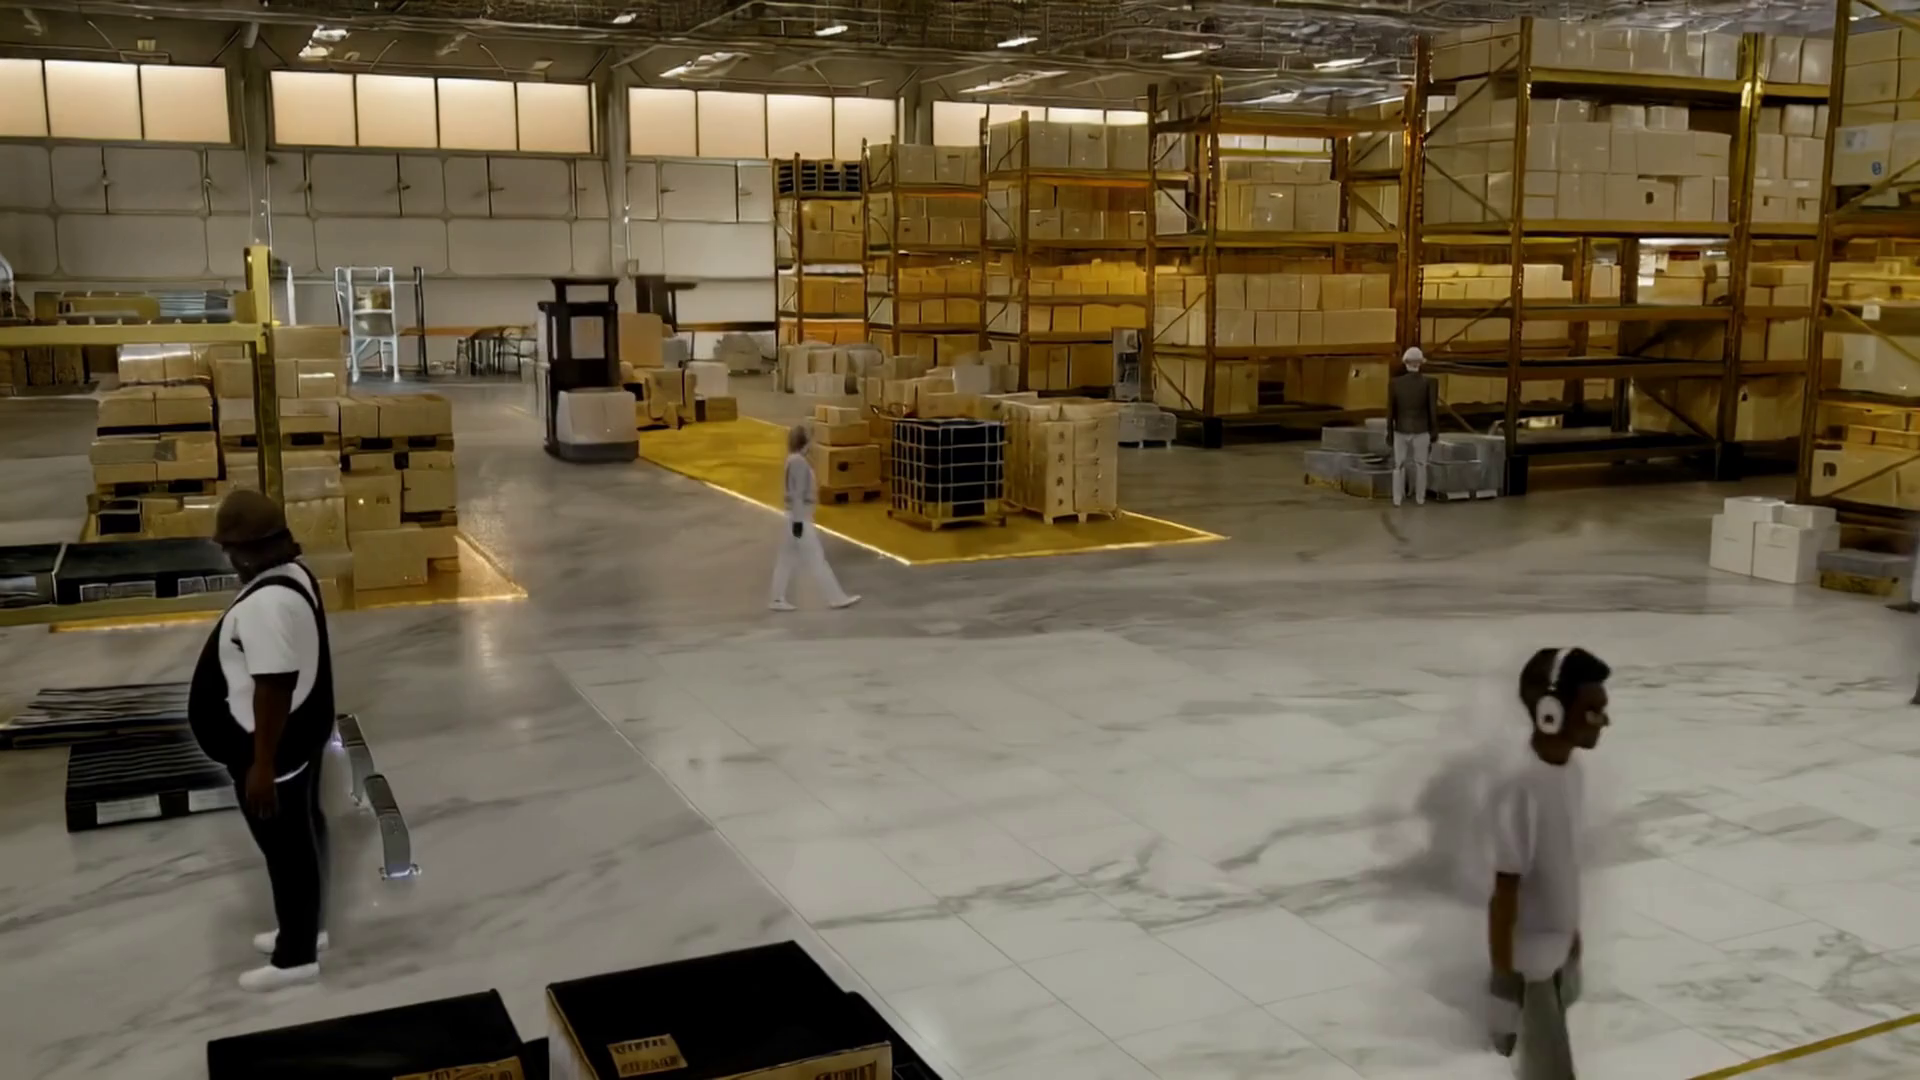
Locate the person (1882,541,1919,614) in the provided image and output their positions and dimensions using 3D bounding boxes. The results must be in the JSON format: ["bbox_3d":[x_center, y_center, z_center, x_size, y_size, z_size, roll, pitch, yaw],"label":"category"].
[{"bbox_3d":[8.293,-0.156,13.896,0.742,1.649,0.625,-1,9,-7],"label":"person"}]

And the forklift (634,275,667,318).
[{"bbox_3d":[-7.734,-5.257,41.702,1.873,2.768,1.129,4,10,25],"label":"forklift"}]

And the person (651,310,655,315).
[{"bbox_3d":[-8.145,-5.141,44.081,0.564,1.879,1.010,0,9,-1],"label":"person"}]

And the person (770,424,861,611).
[{"bbox_3d":[-1.252,-0.182,14.133,0.807,1.599,0.541,-2,9,-11],"label":"person"}]

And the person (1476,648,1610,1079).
[{"bbox_3d":[1.645,1.215,4.709,0.396,1.857,0.557,6,11,32],"label":"person"}]

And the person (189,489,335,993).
[{"bbox_3d":[-2.825,0.797,6.741,0.536,2.000,0.683,-2,9,-11],"label":"person"}]

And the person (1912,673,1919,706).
[{"bbox_3d":[6.577,0.184,10.938,0.581,1.922,0.454,-5,10,-26],"label":"person"}]

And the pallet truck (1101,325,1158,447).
[{"bbox_3d":[2.881,-2.596,27.923,0.823,1.965,1.885,-1,9,-7],"label":"pallet truck"}]

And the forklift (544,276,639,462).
[{"bbox_3d":[-5.729,-2.675,25.681,1.129,2.768,1.873,-4,10,-25],"label":"forklift"}]

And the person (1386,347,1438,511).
[{"bbox_3d":[5.457,-1.334,20.106,0.612,1.995,0.382,1,9,8],"label":"person"}]
